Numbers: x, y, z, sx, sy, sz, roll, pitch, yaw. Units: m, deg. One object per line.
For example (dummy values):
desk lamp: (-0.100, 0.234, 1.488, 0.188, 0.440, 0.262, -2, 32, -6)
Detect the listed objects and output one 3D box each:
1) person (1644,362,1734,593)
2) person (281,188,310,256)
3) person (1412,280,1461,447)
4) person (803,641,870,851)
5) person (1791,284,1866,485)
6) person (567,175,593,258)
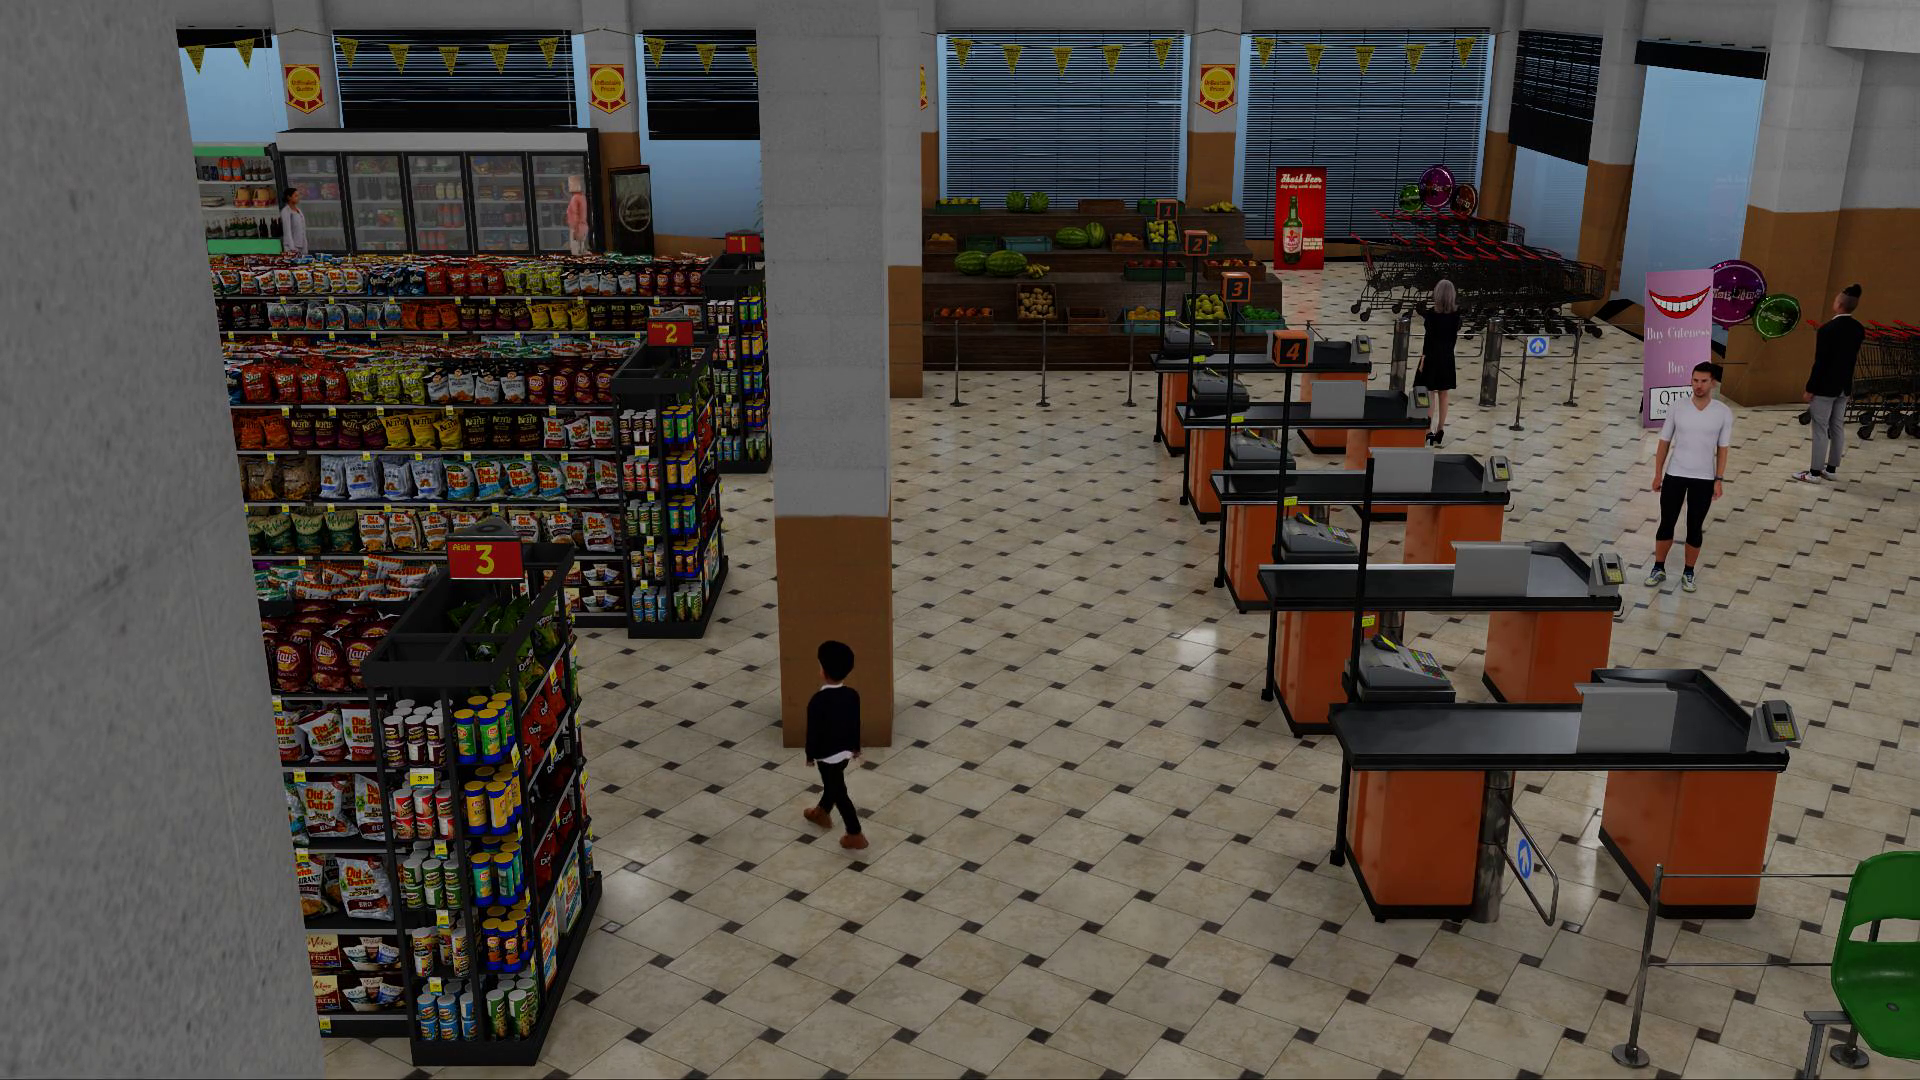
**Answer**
person: (5.832, -0.517, 13.283, 0.665, 1.851, 0.812, 9, 21, 26)
person: (-10.046, -4.412, 25.127, 0.597, 1.662, 0.662, 3, 19, 9)
person: (5.010, -1.868, 17.451, 0.628, 1.747, 0.744, -8, 20, -21)
person: (-0.673, 1.168, 9.301, 0.817, 1.202, 0.878, -18, 25, -42)
person: (8.450, -1.516, 16.092, 0.688, 1.949, 0.846, -8, 20, -21)
person: (-6.058, -4.992, 26.773, 0.882, 1.711, 0.648, 2, 19, 6)
